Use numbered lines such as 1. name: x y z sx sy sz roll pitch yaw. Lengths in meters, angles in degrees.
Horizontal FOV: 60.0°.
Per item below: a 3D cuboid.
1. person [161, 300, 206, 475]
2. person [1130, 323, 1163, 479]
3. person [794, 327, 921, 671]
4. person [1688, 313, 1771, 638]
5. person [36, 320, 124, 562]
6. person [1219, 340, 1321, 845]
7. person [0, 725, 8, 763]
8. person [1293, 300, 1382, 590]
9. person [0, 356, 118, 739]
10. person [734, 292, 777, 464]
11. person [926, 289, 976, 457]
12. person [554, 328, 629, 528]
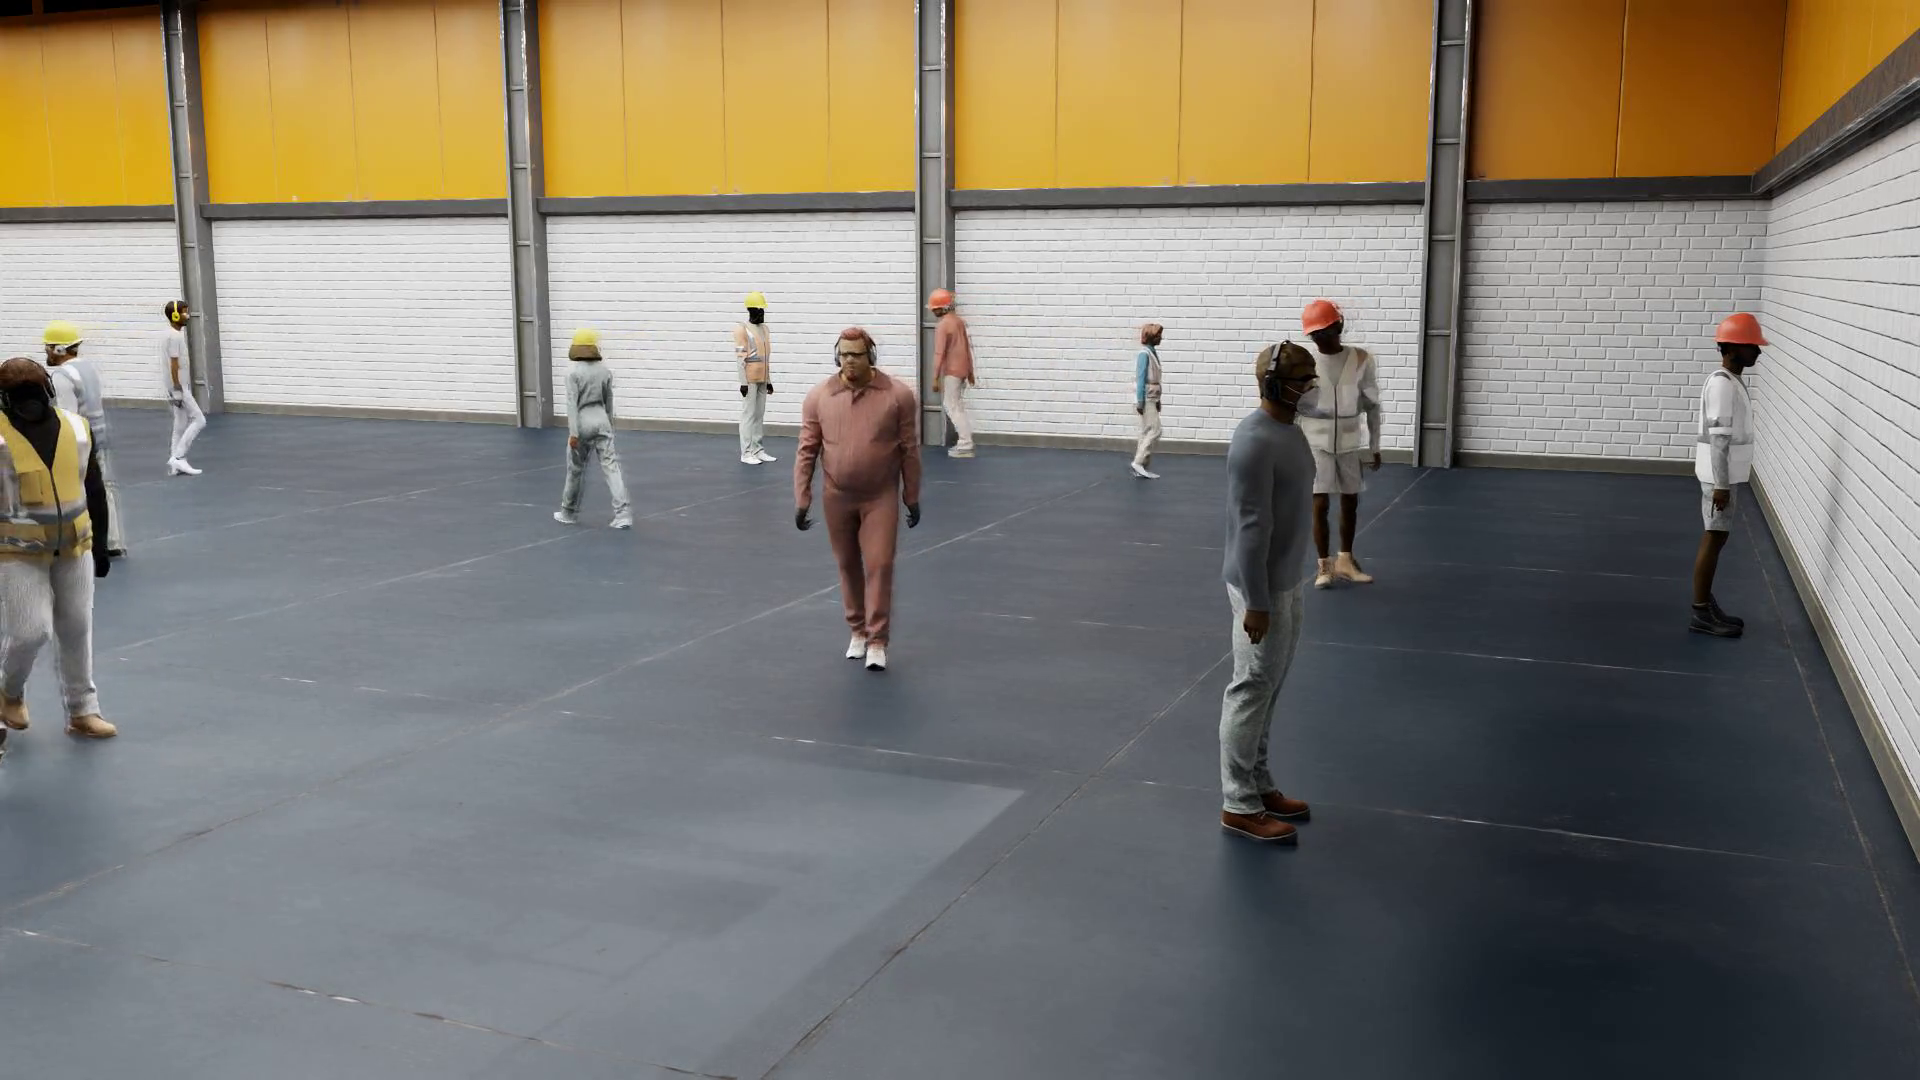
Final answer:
1. person: -8.226 -1.600 17.601 0.407 1.851 0.567 -6 11 -31
2. person: 1.975 -1.433 17.261 0.375 1.623 0.544 3 10 19
3. person: -0.586 -0.214 9.127 0.683 1.871 0.880 1 9 8
4. person: 4.628 -0.391 10.020 0.359 1.936 0.552 5 11 28
5. person: -6.641 -0.715 12.343 0.736 1.810 0.589 0 9 -2
6. person: 1.207 0.192 6.489 0.352 1.937 0.635 4 10 22
7. person: -4.361 0.181 6.775 0.647 1.868 0.585 1 9 8
8. person: 2.578 -0.653 11.483 0.700 1.996 0.583 0 9 2
9. person: -4.270 0.054 7.688 0.511 1.817 0.669 6 11 33
10. person: -2.295 -1.819 18.705 0.369 1.927 0.588 4 10 25
11. person: -0.091 -1.922 19.254 0.596 1.947 0.636 3 10 20
12. person: -3.139 -0.951 14.157 0.917 1.693 0.505 9 13 43
